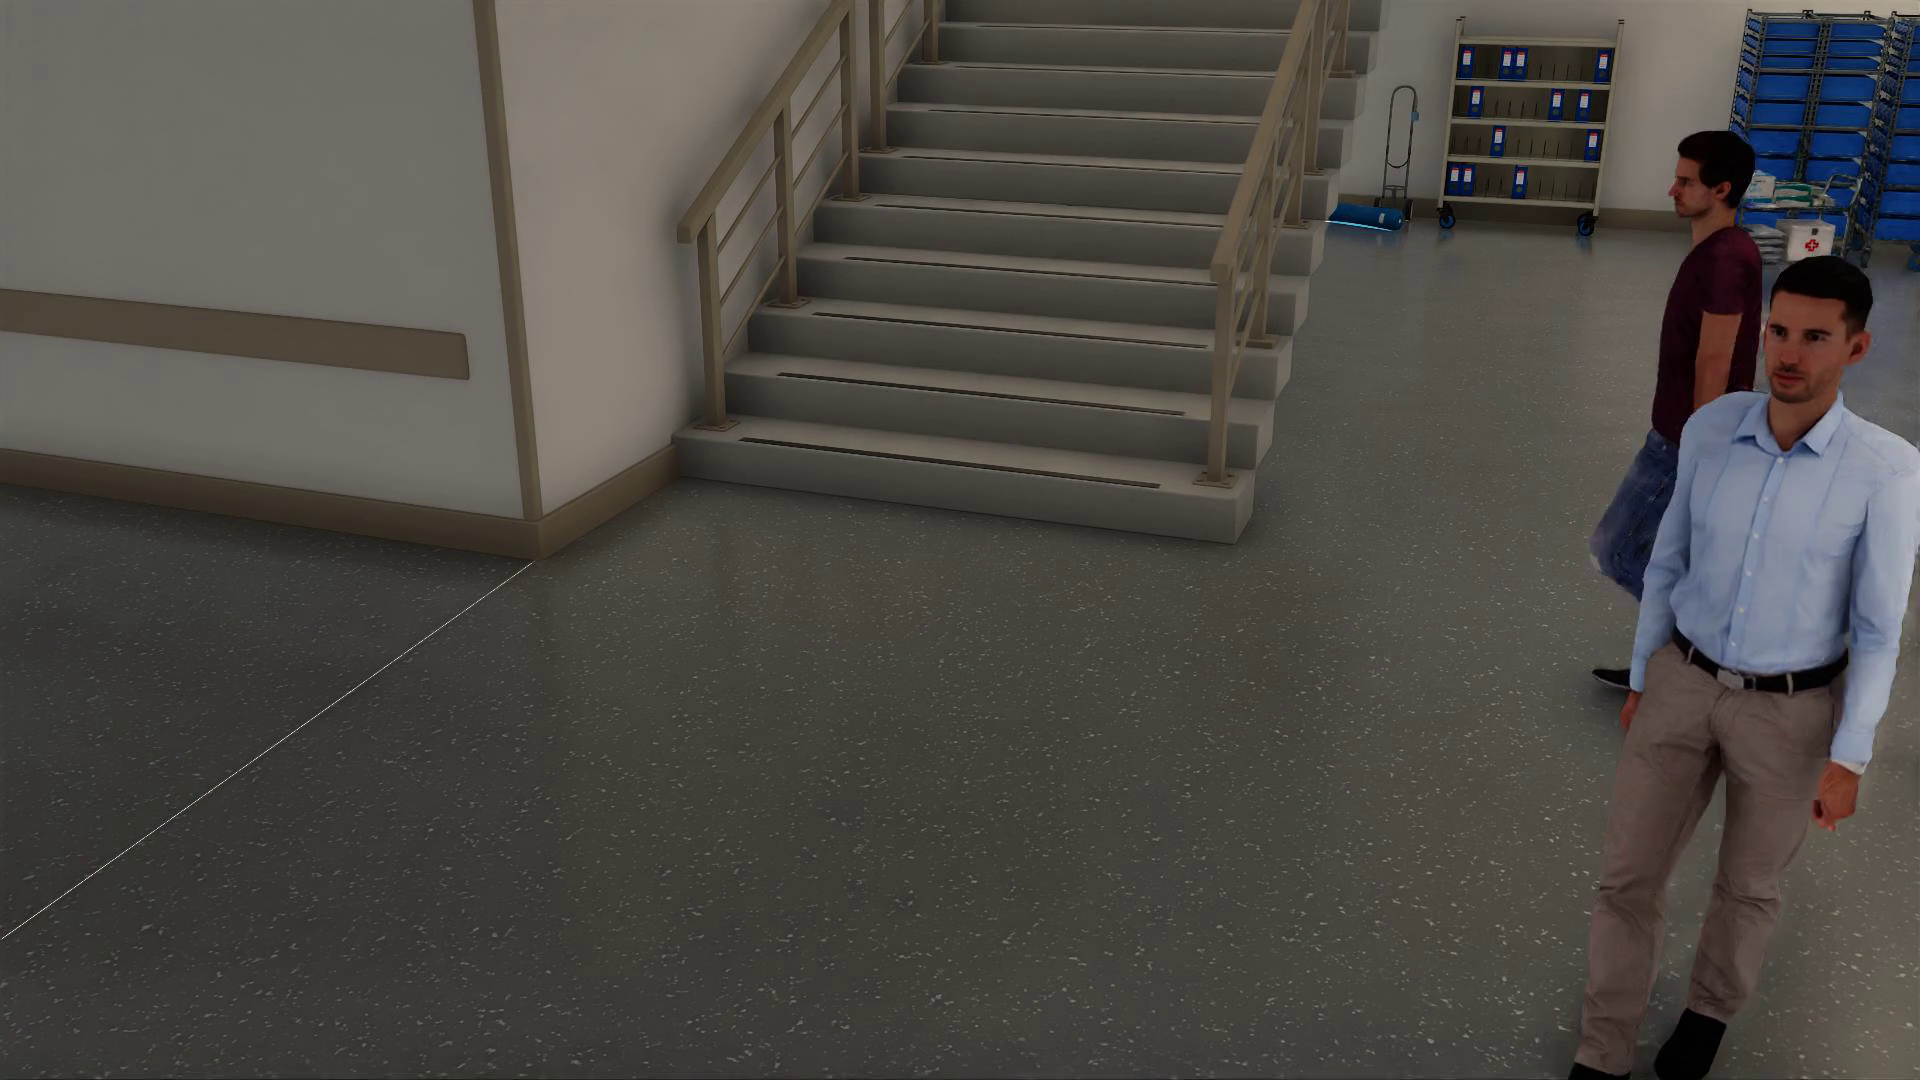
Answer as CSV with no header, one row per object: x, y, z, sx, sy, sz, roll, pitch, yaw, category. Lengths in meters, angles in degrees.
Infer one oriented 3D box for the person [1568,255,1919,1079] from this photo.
1.654,0.324,3.448,0.871,1.818,1.029,17,27,38,person

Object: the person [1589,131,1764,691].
2.347,-0.315,5.116,0.766,1.832,0.650,9,23,23,person
